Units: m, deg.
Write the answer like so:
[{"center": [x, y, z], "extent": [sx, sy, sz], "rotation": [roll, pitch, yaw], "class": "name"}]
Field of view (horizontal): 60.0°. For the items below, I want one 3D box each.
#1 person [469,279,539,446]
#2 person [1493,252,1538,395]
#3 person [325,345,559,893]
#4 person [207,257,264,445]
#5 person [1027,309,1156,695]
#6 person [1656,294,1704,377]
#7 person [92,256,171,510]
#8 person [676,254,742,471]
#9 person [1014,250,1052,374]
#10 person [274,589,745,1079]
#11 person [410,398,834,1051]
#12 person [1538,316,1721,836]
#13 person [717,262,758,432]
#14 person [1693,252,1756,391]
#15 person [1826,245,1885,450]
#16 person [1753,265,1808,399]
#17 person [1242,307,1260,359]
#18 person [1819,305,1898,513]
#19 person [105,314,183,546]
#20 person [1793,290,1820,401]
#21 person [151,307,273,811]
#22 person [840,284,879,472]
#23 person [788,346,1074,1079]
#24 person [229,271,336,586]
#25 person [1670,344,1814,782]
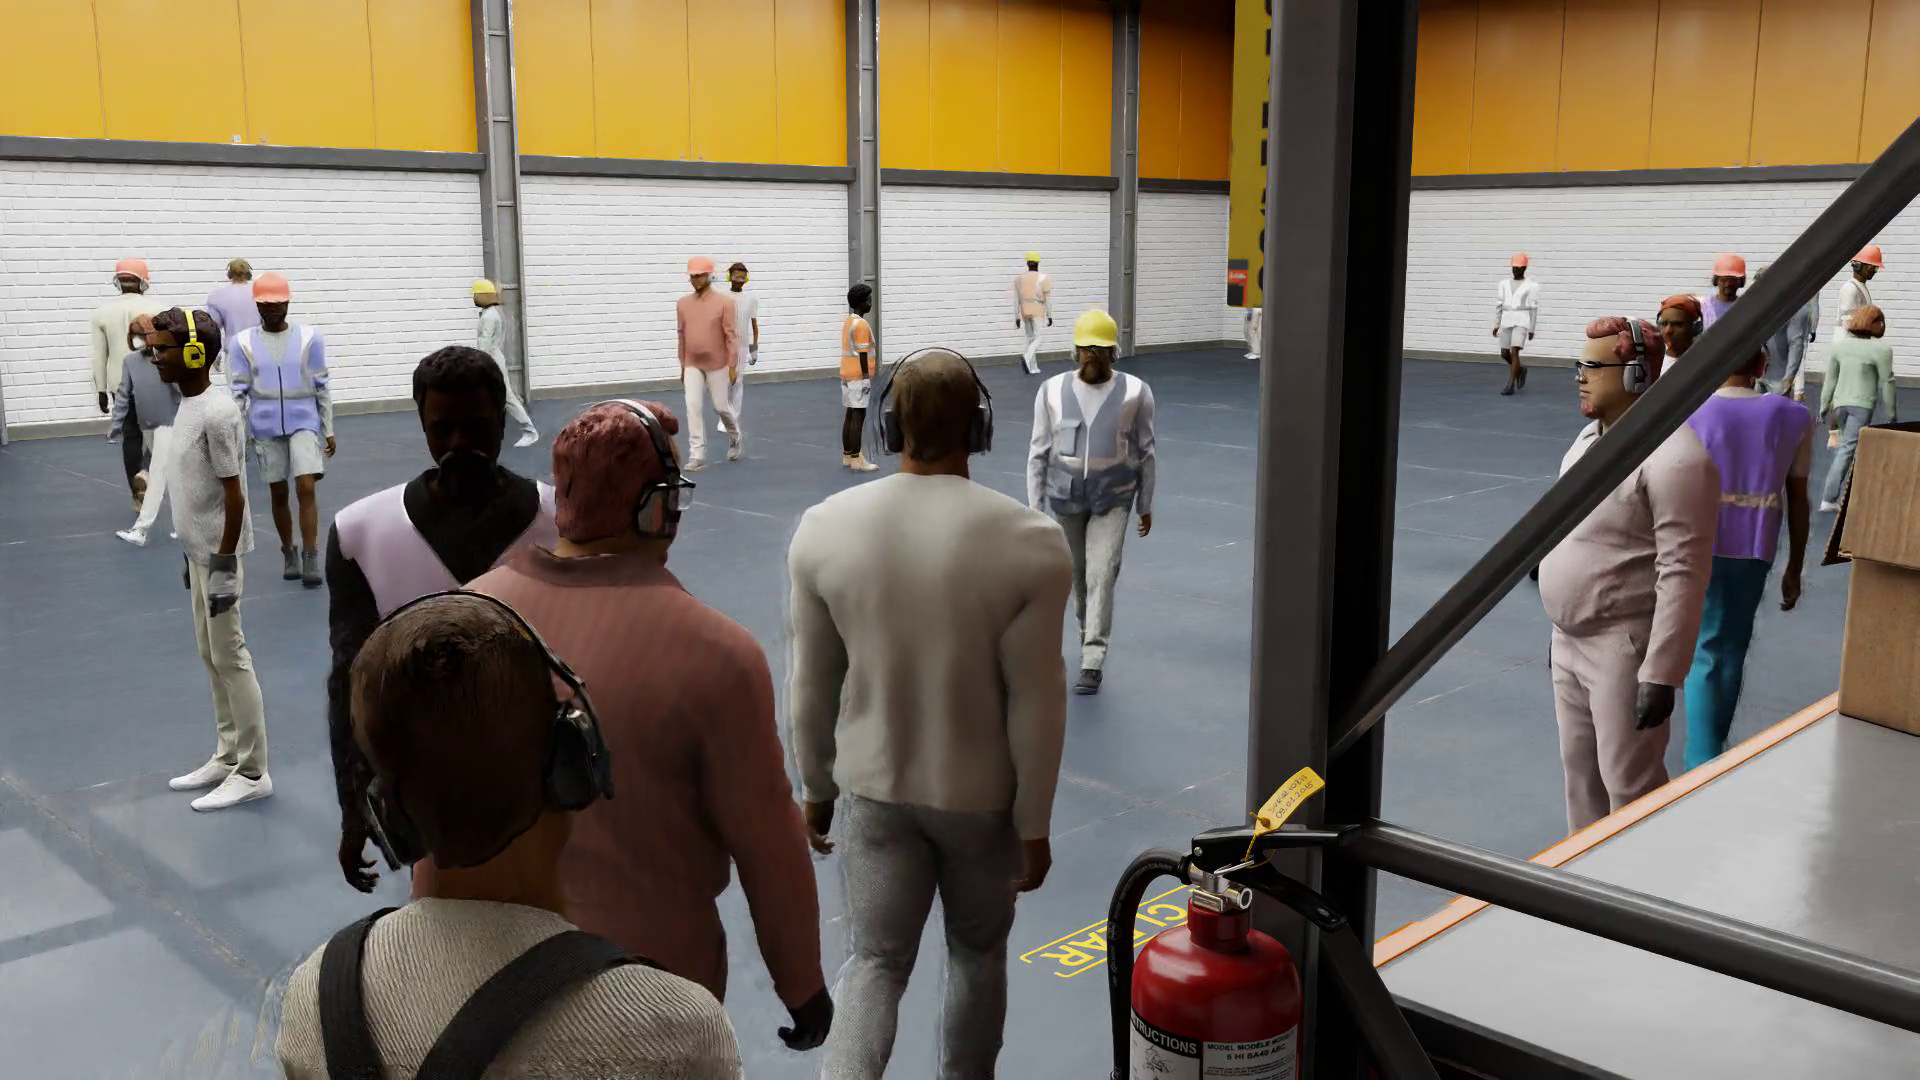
[{"center": [-4.701, -1.773, 16.744], "extent": [0.886, 1.701, 0.497], "rotation": [-4, 11, -21], "class": "person"}, {"center": [7.507, -2.915, 22.389], "extent": [0.764, 1.918, 0.557], "rotation": [-10, 14, -43], "class": "person"}, {"center": [-1.043, 0.533, 3.618], "extent": [0.580, 1.899, 0.517], "rotation": [-2, 11, -12], "class": "person"}, {"center": [-7.188, -1.874, 16.708], "extent": [0.633, 1.919, 0.738], "rotation": [-4, 11, -20], "class": "person"}, {"center": [0.637, -0.223, 8.059], "extent": [0.602, 1.789, 0.947], "rotation": [3, 11, 14], "class": "person"}, {"center": [3.789, -0.374, 8.769], "extent": [0.575, 1.843, 0.982], "rotation": [8, 13, 39], "class": "person"}, {"center": [-6.318, -1.183, 12.768], "extent": [0.647, 1.975, 0.678], "rotation": [-1, 10, -7], "class": "person"}, {"center": [-2.299, -1.638, 15.289], "extent": [0.624, 1.967, 0.851], "rotation": [3, 11, 16], "class": "person"}, {"center": [1.083, -3.464, 25.402], "extent": [0.600, 1.907, 0.748], "rotation": [6, 12, 29], "class": "person"}, {"center": [-0.401, 0.962, 1.499], "extent": [0.568, 1.819, 0.661], "rotation": [7, 12, 32], "class": "person"}, {"center": [-0.516, 0.685, 2.892], "extent": [0.656, 1.855, 1.016], "rotation": [5, 12, 27], "class": "person"}, {"center": [1.873, 0.309, 4.829], "extent": [0.403, 1.906, 0.652], "rotation": [-1, 10, -6], "class": "person"}, {"center": [-2.443, -2.077, 17.998], "extent": [0.545, 1.843, 0.550], "rotation": [-2, 11, -10], "class": "person"}, {"center": [6.112, -1.309, 13.383], "extent": [0.597, 2.016, 0.948], "rotation": [6, 12, 28], "class": "person"}, {"center": [8.909, -1.905, 16.552], "extent": [0.392, 2.033, 0.605], "rotation": [7, 13, 34], "class": "person"}, {"center": [6.849, -1.386, 14.161], "extent": [0.631, 1.888, 1.074], "rotation": [9, 14, 41], "class": "person"}, {"center": [5.013, -3.916, 28.656], "extent": [0.414, 1.604, 0.545], "rotation": [-1, 10, -4], "class": "person"}, {"center": [7.004, -1.013, 12.899], "extent": [0.851, 1.588, 0.521], "rotation": [-4, 11, -23], "class": "person"}, {"center": [-5.589, -0.748, 11.462], "extent": [0.497, 1.584, 0.864], "rotation": [4, 11, 21], "class": "person"}, {"center": [10.756, -2.722, 21.535], "extent": [0.634, 1.839, 0.429], "rotation": [6, 12, 28], "class": "person"}, {"center": [-2.824, 0.070, 6.229], "extent": [0.323, 1.871, 0.530], "rotation": [-8, 13, -36], "class": "person"}, {"center": [-0.921, -1.472, 15.109], "extent": [0.317, 1.696, 0.540], "rotation": [-3, 11, -18], "class": "person"}, {"center": [-0.087, 0.552, 3.523], "extent": [0.632, 1.912, 0.855], "rotation": [3, 11, 15], "class": "person"}, {"center": [-4.102, -0.658, 10.077], "extent": [0.582, 1.908, 0.831], "rotation": [-4, 11, -19], "class": "person"}, {"center": [2.881, 0.069, 6.405], "extent": [0.605, 1.792, 0.878], "rotation": [1, 10, 8], "class": "person"}]
